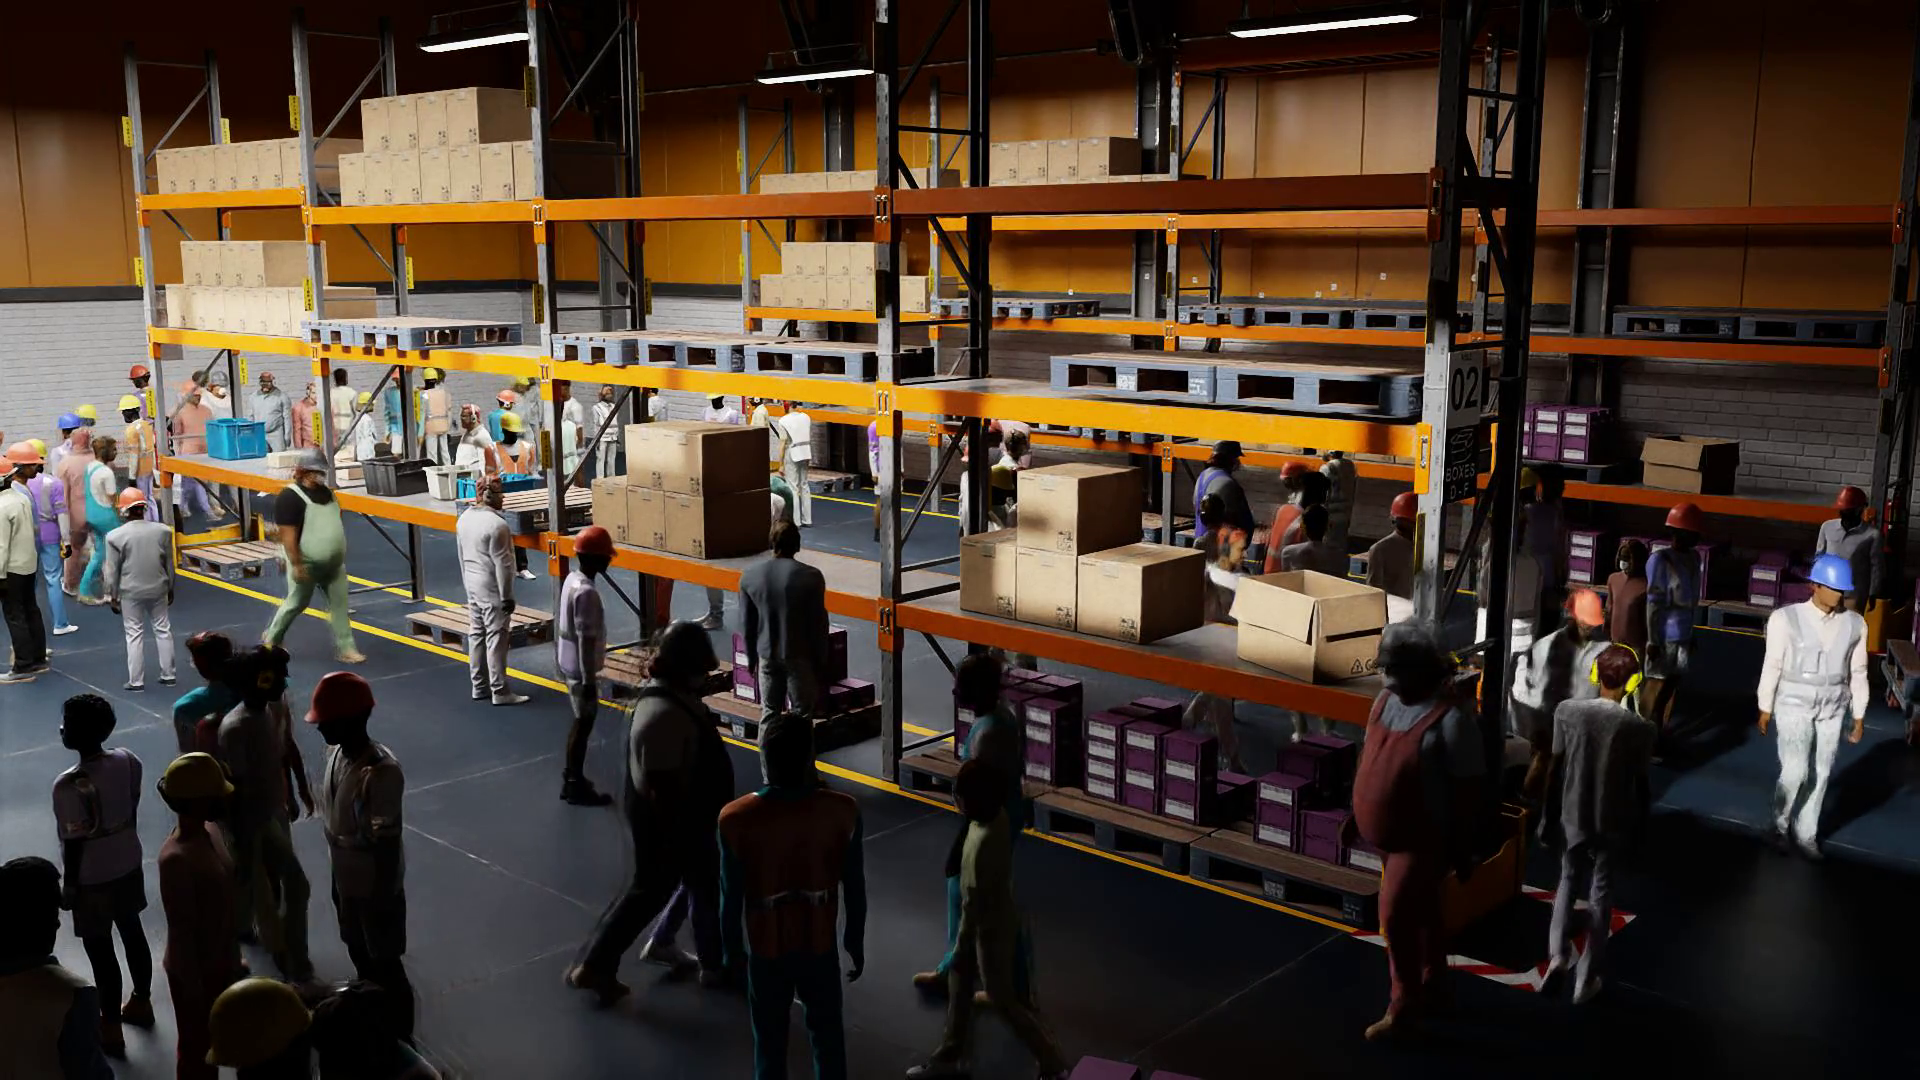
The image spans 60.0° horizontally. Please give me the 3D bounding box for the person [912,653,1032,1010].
[{"bbox_3d":[0.032,1.440,8.160,0.736,1.820,0.528,1,10,4],"label":"person"}]

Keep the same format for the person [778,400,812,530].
[{"bbox_3d":[-2.199,-1.043,22.205,0.418,1.828,0.561,8,13,38],"label":"person"}]

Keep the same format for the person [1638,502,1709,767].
[{"bbox_3d":[5.223,0.679,12.143,0.548,1.937,0.379,-7,12,-34],"label":"person"}]

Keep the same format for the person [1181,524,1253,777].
[{"bbox_3d":[1.826,0.781,11.872,0.591,1.837,0.998,-8,13,-37],"label":"person"}]

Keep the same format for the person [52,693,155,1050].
[{"bbox_3d":[-4.064,1.553,7.869,0.315,1.700,0.541,1,10,7],"label":"person"}]

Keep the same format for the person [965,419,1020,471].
[{"bbox_3d":[0.354,-0.293,17.537,0.610,1.968,1.029,2,10,11],"label":"person"}]

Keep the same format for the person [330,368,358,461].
[{"bbox_3d":[-9.623,-1.734,25.913,0.624,1.898,0.669,2,10,13],"label":"person"}]

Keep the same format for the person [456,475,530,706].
[{"bbox_3d":[-3.866,0.413,13.749,0.643,1.905,0.400,10,14,44],"label":"person"}]

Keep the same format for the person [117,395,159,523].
[{"bbox_3d":[-10.359,-0.871,20.979,0.401,1.916,0.590,-1,10,-7],"label":"person"}]

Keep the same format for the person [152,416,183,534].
[{"bbox_3d":[-9.874,-0.718,20.725,0.316,1.695,0.542,-6,12,-30],"label":"person"}]

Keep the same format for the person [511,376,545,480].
[{"bbox_3d":[-7.163,-1.833,26.979,0.818,1.714,0.482,5,11,26],"label":"person"}]

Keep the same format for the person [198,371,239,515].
[{"bbox_3d":[-10.410,-1.385,23.519,0.535,2.000,0.681,8,13,37],"label":"person"}]

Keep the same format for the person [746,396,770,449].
[{"bbox_3d":[-2.959,-1.387,24.387,0.354,1.740,0.575,-1,10,-8],"label":"person"}]

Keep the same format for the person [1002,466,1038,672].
[{"bbox_3d":[0.522,0.285,14.544,0.359,1.880,0.575,3,10,17],"label":"person"}]

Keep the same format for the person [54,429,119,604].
[{"bbox_3d":[-9.287,-0.254,17.689,1.056,1.849,0.638,9,13,42],"label":"person"}]

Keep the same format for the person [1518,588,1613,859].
[{"bbox_3d":[3.833,1.096,10.498,0.580,1.706,0.871,-2,10,-9],"label":"person"}]

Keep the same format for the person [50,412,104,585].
[{"bbox_3d":[-9.845,-0.462,18.601,0.423,1.943,0.632,6,12,31],"label":"person"}]

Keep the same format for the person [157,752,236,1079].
[{"bbox_3d":[-3.057,1.716,6.766,0.312,1.767,0.533,-2,10,-10],"label":"person"}]

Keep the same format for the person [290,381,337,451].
[{"bbox_3d":[-9.003,-1.275,23.296,0.407,1.903,0.639,8,13,39],"label":"person"}]

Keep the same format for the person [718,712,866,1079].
[{"bbox_3d":[-0.673,1.645,6.740,0.597,1.916,0.371,-2,10,-12],"label":"person"}]

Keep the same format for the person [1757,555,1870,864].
[{"bbox_3d":[5.214,1.034,10.152,0.631,1.926,0.447,0,10,-1],"label":"person"}]

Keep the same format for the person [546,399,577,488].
[{"bbox_3d":[-4.954,-0.825,20.702,0.376,1.916,0.600,2,10,14],"label":"person"}]

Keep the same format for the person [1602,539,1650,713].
[{"bbox_3d":[4.988,0.793,12.384,0.277,1.627,0.502,-5,11,-24],"label":"person"}]

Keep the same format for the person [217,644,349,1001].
[{"bbox_3d":[-3.381,1.430,8.184,0.748,1.827,0.697,0,10,0],"label":"person"}]

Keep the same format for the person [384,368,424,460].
[{"bbox_3d":[-8.357,-1.639,24.993,0.614,2.034,0.405,2,10,12],"label":"person"}]

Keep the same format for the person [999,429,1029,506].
[{"bbox_3d":[0.528,-0.167,16.921,0.376,1.940,0.627,0,10,3],"label":"person"}]

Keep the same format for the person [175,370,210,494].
[{"bbox_3d":[-11.544,-1.628,25.258,0.661,1.911,0.528,-4,11,-21],"label":"person"}]

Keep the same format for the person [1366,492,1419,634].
[{"bbox_3d":[3.284,0.623,12.347,0.637,1.986,0.414,-5,11,-27],"label":"person"}]

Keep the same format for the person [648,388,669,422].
[{"bbox_3d":[-4.352,-1.370,23.723,0.410,1.939,0.605,3,10,15],"label":"person"}]

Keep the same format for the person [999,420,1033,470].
[{"bbox_3d":[0.651,-0.816,20.597,0.351,1.936,0.634,-9,13,-42],"label":"person"}]

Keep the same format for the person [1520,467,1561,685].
[{"bbox_3d":[4.905,0.330,14.229,0.660,1.897,0.611,-5,11,-26],"label":"person"}]

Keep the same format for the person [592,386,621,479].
[{"bbox_3d":[-5.414,-1.533,25.476,0.307,1.645,0.521,6,12,32],"label":"person"}]

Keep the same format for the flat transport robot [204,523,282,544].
[{"bbox_3d":[-8.804,-0.074,21.113,1.431,0.197,0.652,3,10,15],"label":"flat transport robot"}]

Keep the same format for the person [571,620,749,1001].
[{"bbox_3d":[-1.487,1.310,8.285,0.982,2.000,0.701,-1,10,-3],"label":"person"}]

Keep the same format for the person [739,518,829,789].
[{"bbox_3d":[-1.190,0.812,11.390,0.627,1.940,0.371,3,10,14],"label":"person"}]

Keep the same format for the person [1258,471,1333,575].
[{"bbox_3d":[2.799,0.354,14.051,0.727,1.908,0.633,-1,10,-8],"label":"person"}]

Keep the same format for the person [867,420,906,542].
[{"bbox_3d":[-0.913,-0.910,21.185,0.390,1.923,0.549,9,14,43],"label":"person"}]

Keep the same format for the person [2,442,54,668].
[{"bbox_3d":[-8.425,0.125,15.020,0.422,2.033,0.608,-4,11,-23],"label":"person"}]
